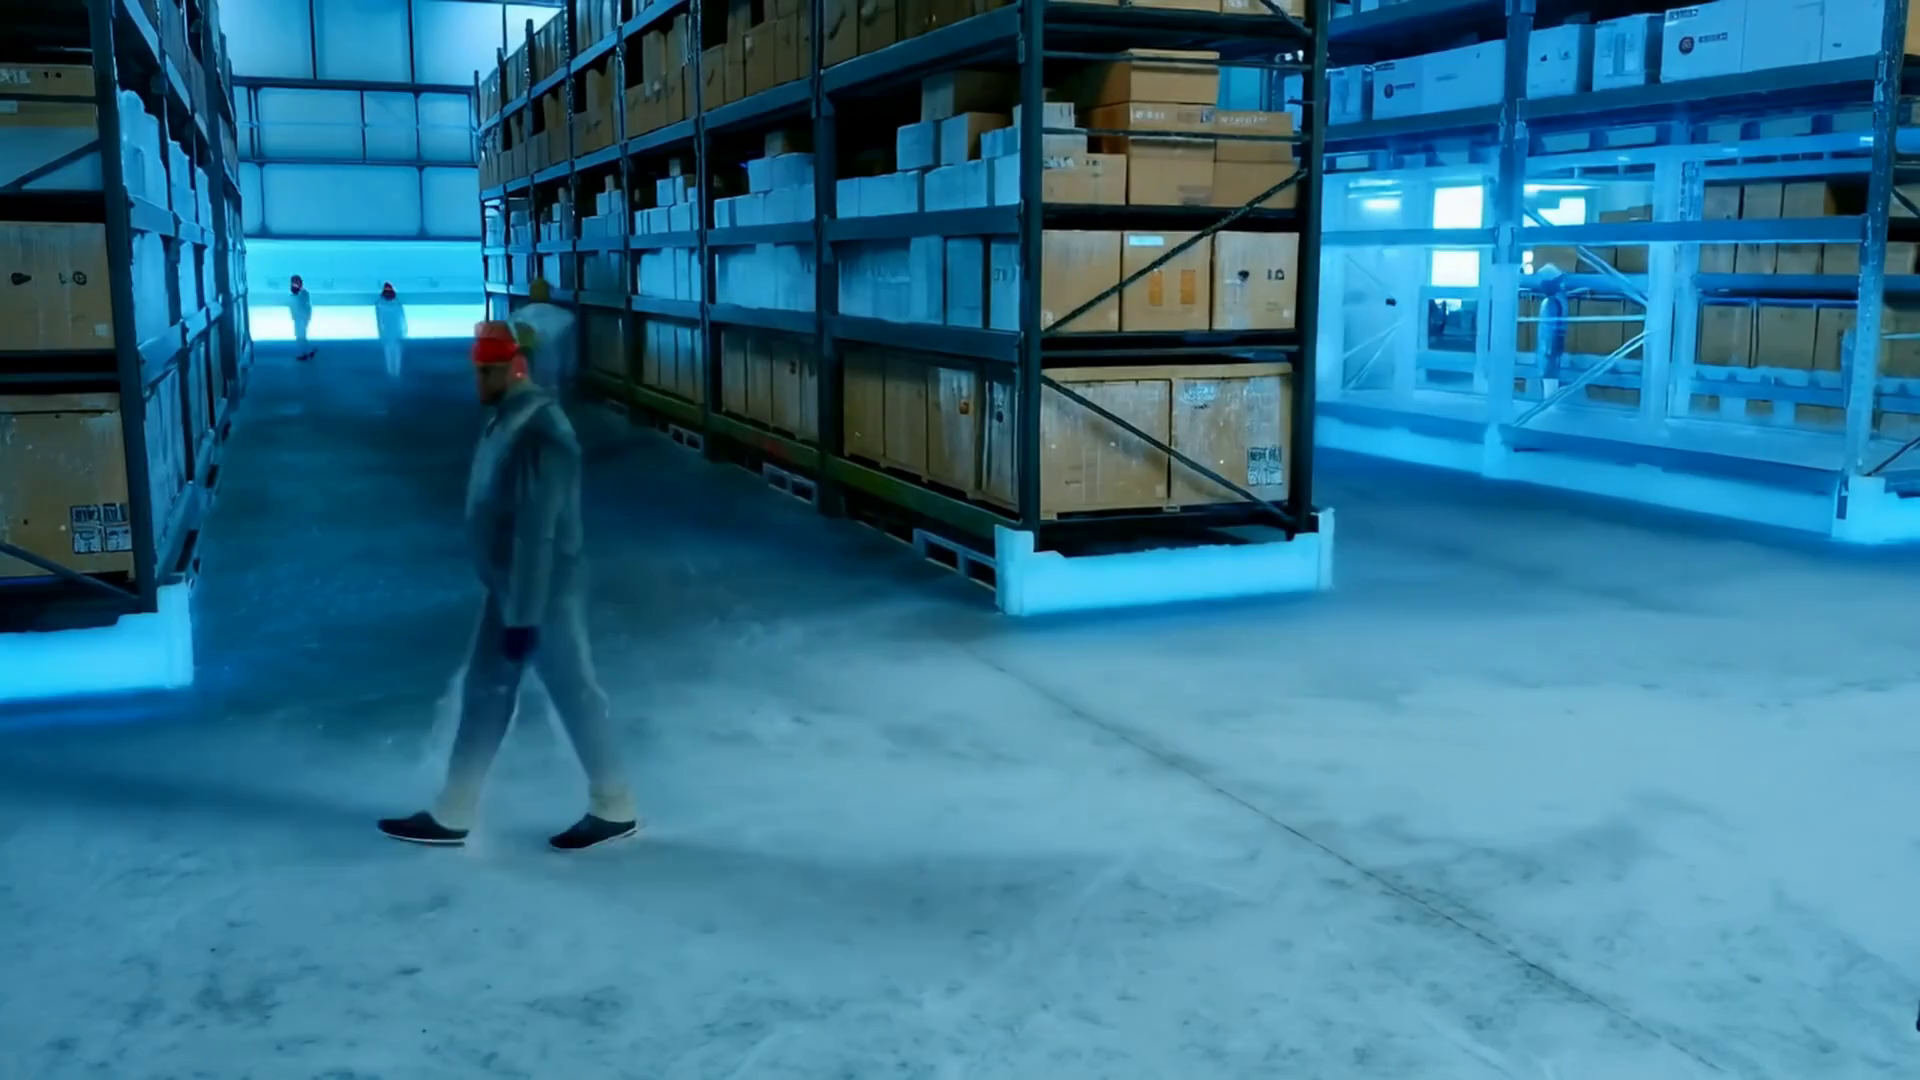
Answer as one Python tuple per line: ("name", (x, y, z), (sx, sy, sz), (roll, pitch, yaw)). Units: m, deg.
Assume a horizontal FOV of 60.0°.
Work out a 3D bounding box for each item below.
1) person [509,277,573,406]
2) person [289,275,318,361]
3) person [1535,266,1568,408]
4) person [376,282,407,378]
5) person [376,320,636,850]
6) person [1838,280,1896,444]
("person", (-4.208, -1.671, 16.720), (0.656, 1.926, 0.437), (-5, 11, -27))
("person", (-13.905, -4.685, 35.111), (0.418, 1.818, 0.595), (-4, 10, -25))
("person", (7.118, -2.292, 20.124), (0.392, 2.033, 0.605), (6, 11, 30))
("person", (-10.231, -3.781, 29.937), (0.510, 1.728, 0.466), (-4, 10, -23))
("person", (-1.579, 0.192, 5.720), (0.962, 1.865, 0.665), (-5, 11, -27))
("person", (9.725, -1.857, 17.945), (0.400, 1.900, 0.636), (-3, 10, -16))
